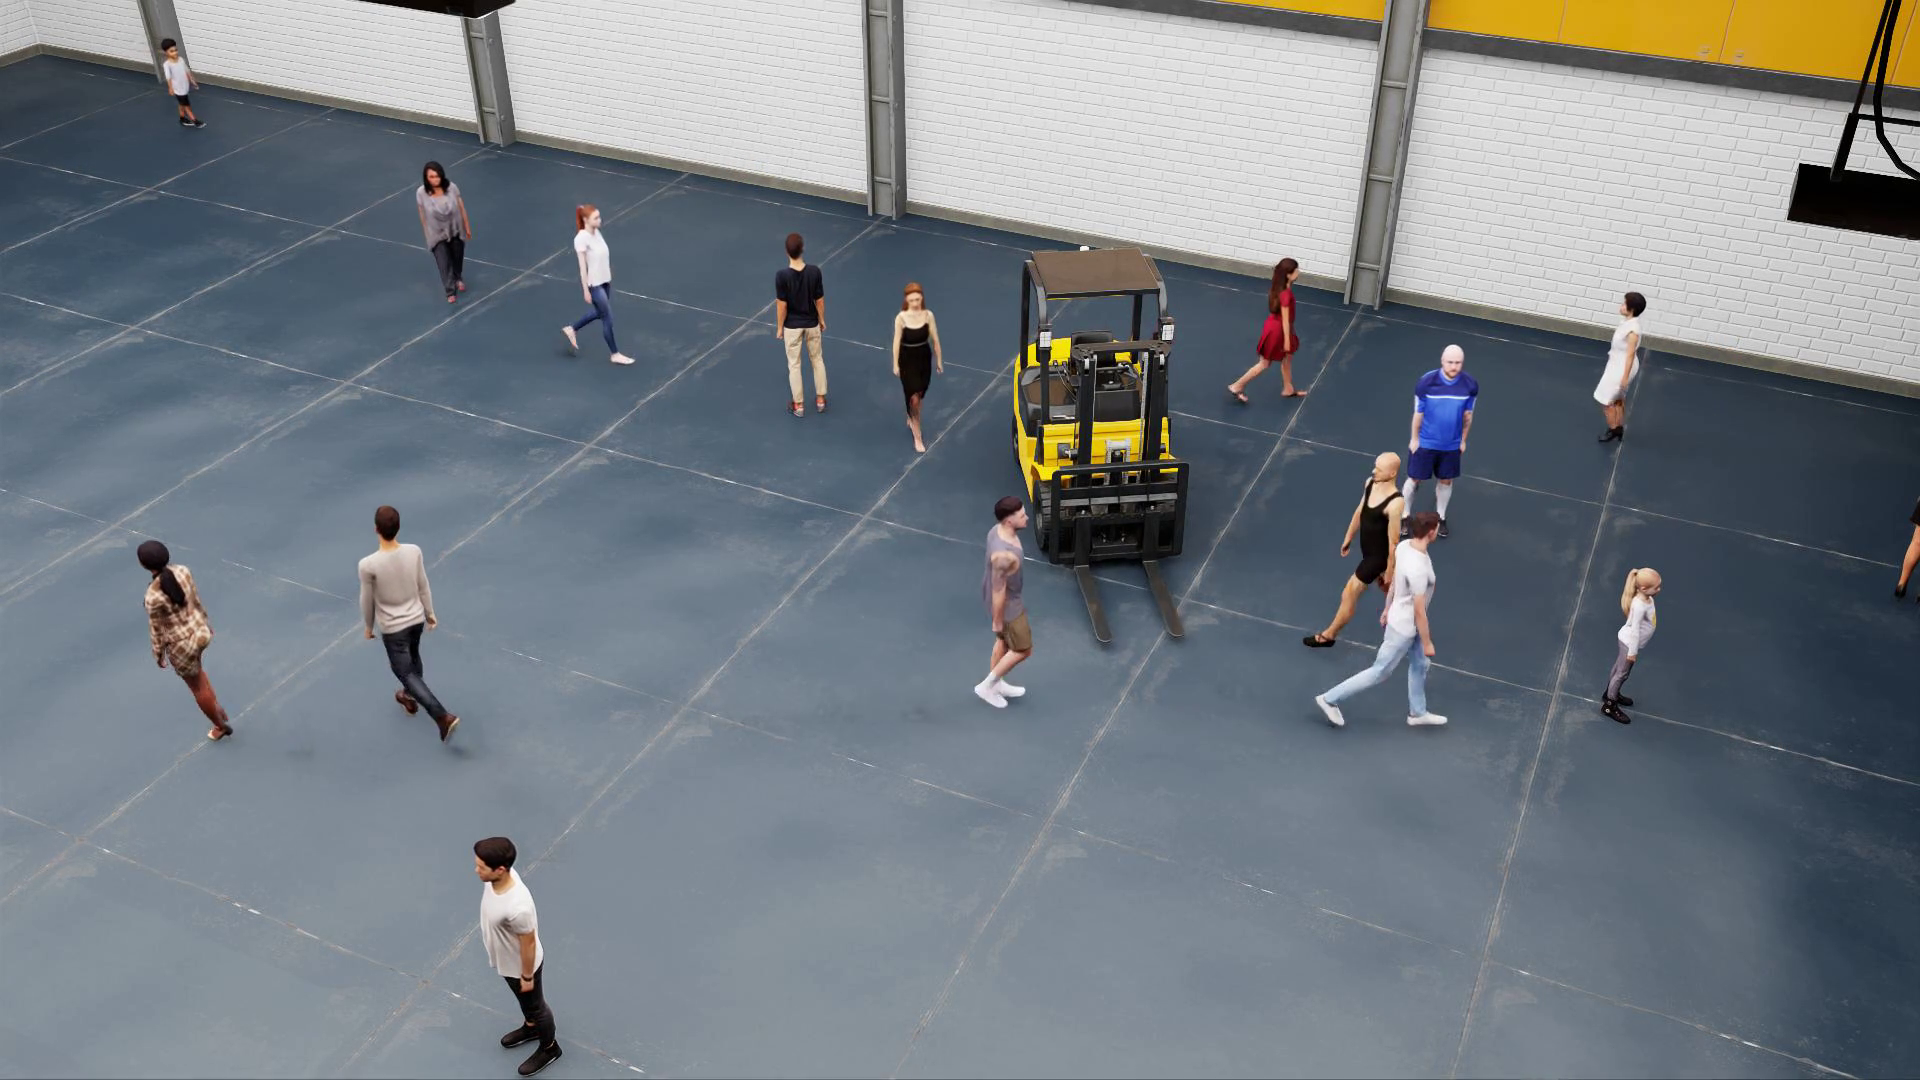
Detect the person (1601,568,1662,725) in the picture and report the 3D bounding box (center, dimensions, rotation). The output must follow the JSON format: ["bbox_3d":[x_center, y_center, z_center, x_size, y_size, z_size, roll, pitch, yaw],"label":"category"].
[{"bbox_3d":[4.977,0.747,12.340,0.487,1.279,0.483,14,36,20],"label":"person"}]

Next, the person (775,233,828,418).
[{"bbox_3d":[-1.528,-2.073,16.062,0.706,1.855,0.758,-13,36,-19],"label":"person"}]

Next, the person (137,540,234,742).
[{"bbox_3d":[-5.439,0.766,11.857,0.642,1.781,0.634,10,35,14],"label":"person"}]

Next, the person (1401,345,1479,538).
[{"bbox_3d":[4.092,-0.862,14.255,0.645,1.839,0.804,2,34,3],"label":"person"}]

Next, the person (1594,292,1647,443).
[{"bbox_3d":[6.291,-1.587,15.612,0.618,1.544,0.615,10,35,15],"label":"person"}]

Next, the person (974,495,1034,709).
[{"bbox_3d":[0.246,0.457,12.223,0.819,1.834,0.761,-3,34,-5],"label":"person"}]

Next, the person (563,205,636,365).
[{"bbox_3d":[-3.792,-2.601,16.979,1.072,1.719,0.703,8,34,12],"label":"person"}]

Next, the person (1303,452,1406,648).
[{"bbox_3d":[3.305,0.097,12.877,1.285,1.766,1.088,-5,34,-7],"label":"person"}]

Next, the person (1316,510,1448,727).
[{"bbox_3d":[3.109,0.625,12.041,1.291,1.812,0.912,7,34,11],"label":"person"}]

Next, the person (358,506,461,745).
[{"bbox_3d":[-3.976,0.646,11.994,1.218,1.830,0.863,26,41,33],"label":"person"}]

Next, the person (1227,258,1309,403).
[{"bbox_3d":[3.031,-2.024,16.289,1.122,1.522,0.860,0,34,-1],"label":"person"}]

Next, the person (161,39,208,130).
[{"bbox_3d":[-10.820,-6.299,22.984,0.824,1.229,0.511,16,37,22],"label":"person"}]

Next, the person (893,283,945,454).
[{"bbox_3d":[-0.452,-1.712,15.747,0.875,1.602,0.951,-15,36,-21],"label":"person"}]

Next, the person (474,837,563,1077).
[{"bbox_3d":[-2.541,2.350,9.528,0.768,1.722,0.649,-21,39,-28],"label":"person"}]

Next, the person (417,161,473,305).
[{"bbox_3d":[-5.686,-3.450,18.392,1.003,1.569,1.093,-14,36,-21],"label":"person"}]
